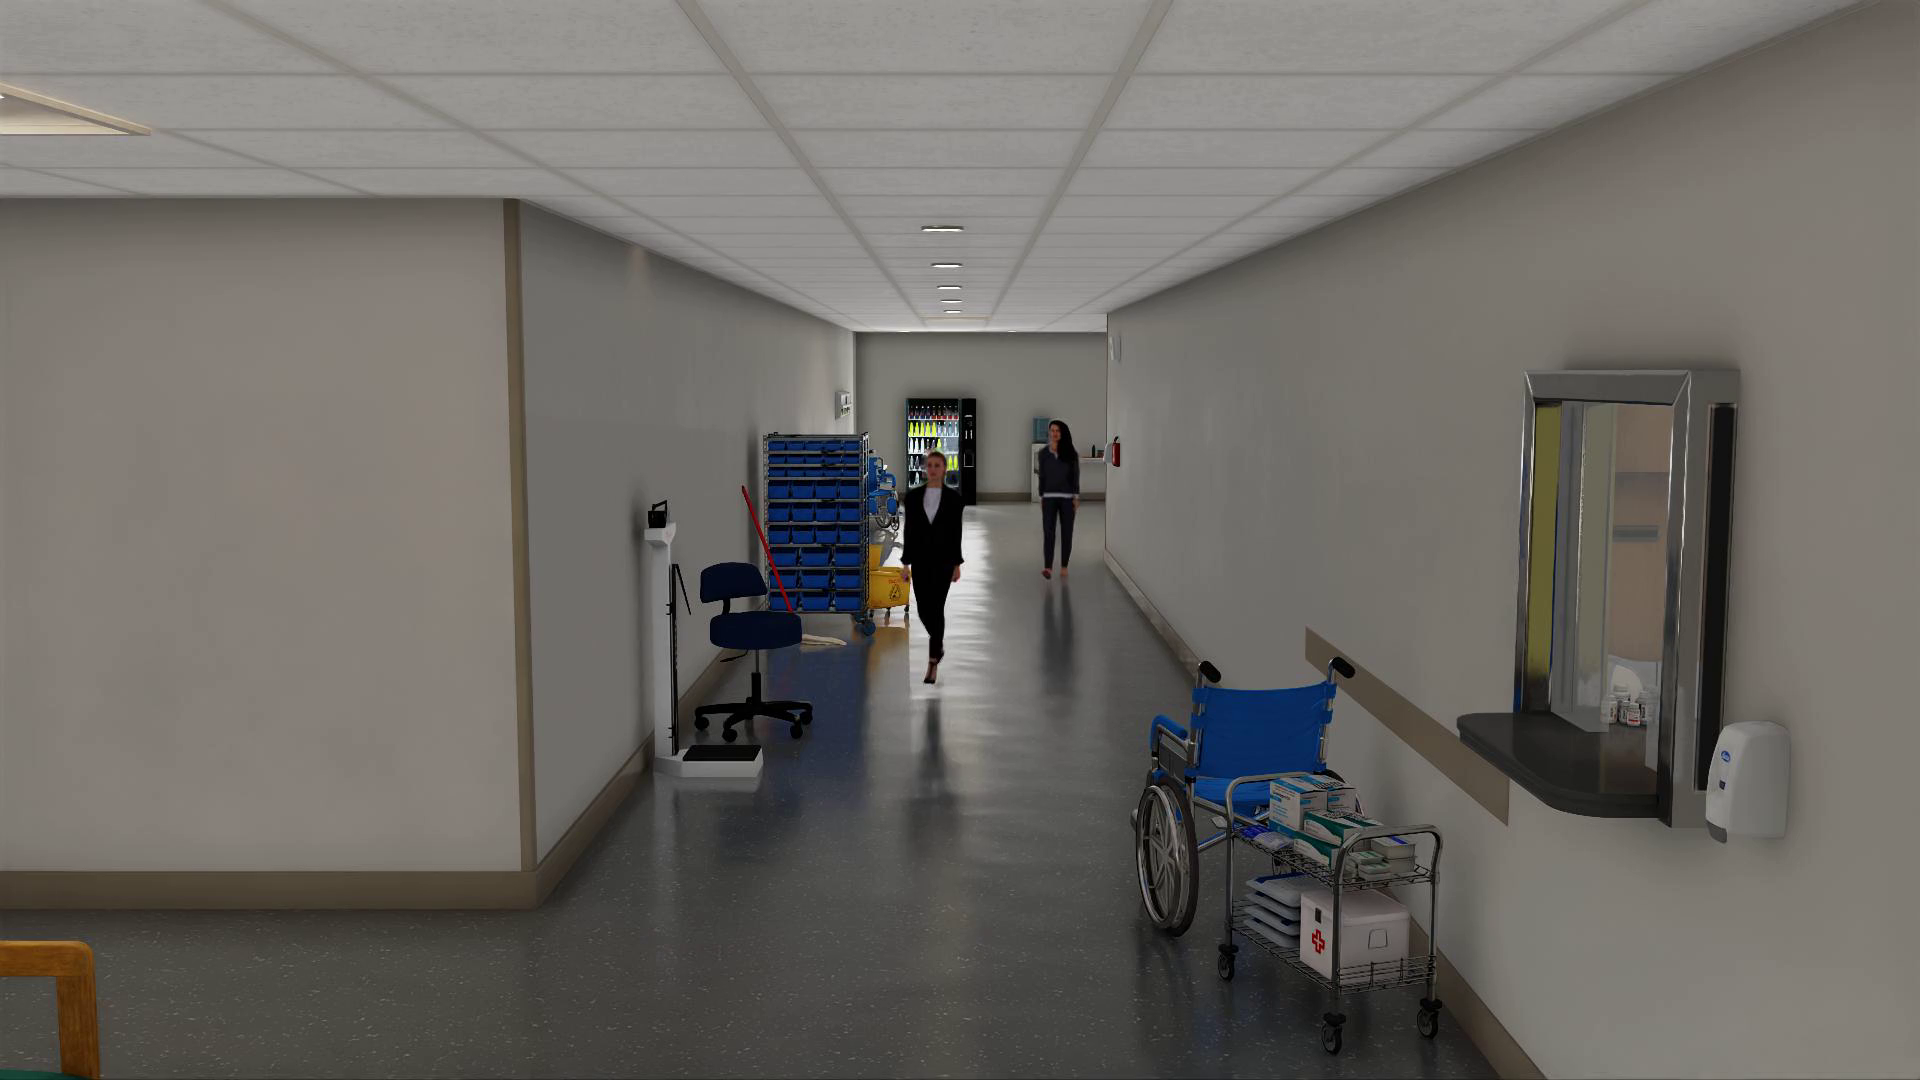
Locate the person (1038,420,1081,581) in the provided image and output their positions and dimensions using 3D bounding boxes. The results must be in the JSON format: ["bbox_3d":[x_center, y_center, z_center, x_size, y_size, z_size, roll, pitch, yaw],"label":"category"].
[{"bbox_3d":[1.106,-0.421,18.300,1.041,1.724,0.799,1,6,9],"label":"person"}]

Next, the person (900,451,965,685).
[{"bbox_3d":[-0.196,0.204,12.311,1.039,1.679,0.800,1,6,10],"label":"person"}]
